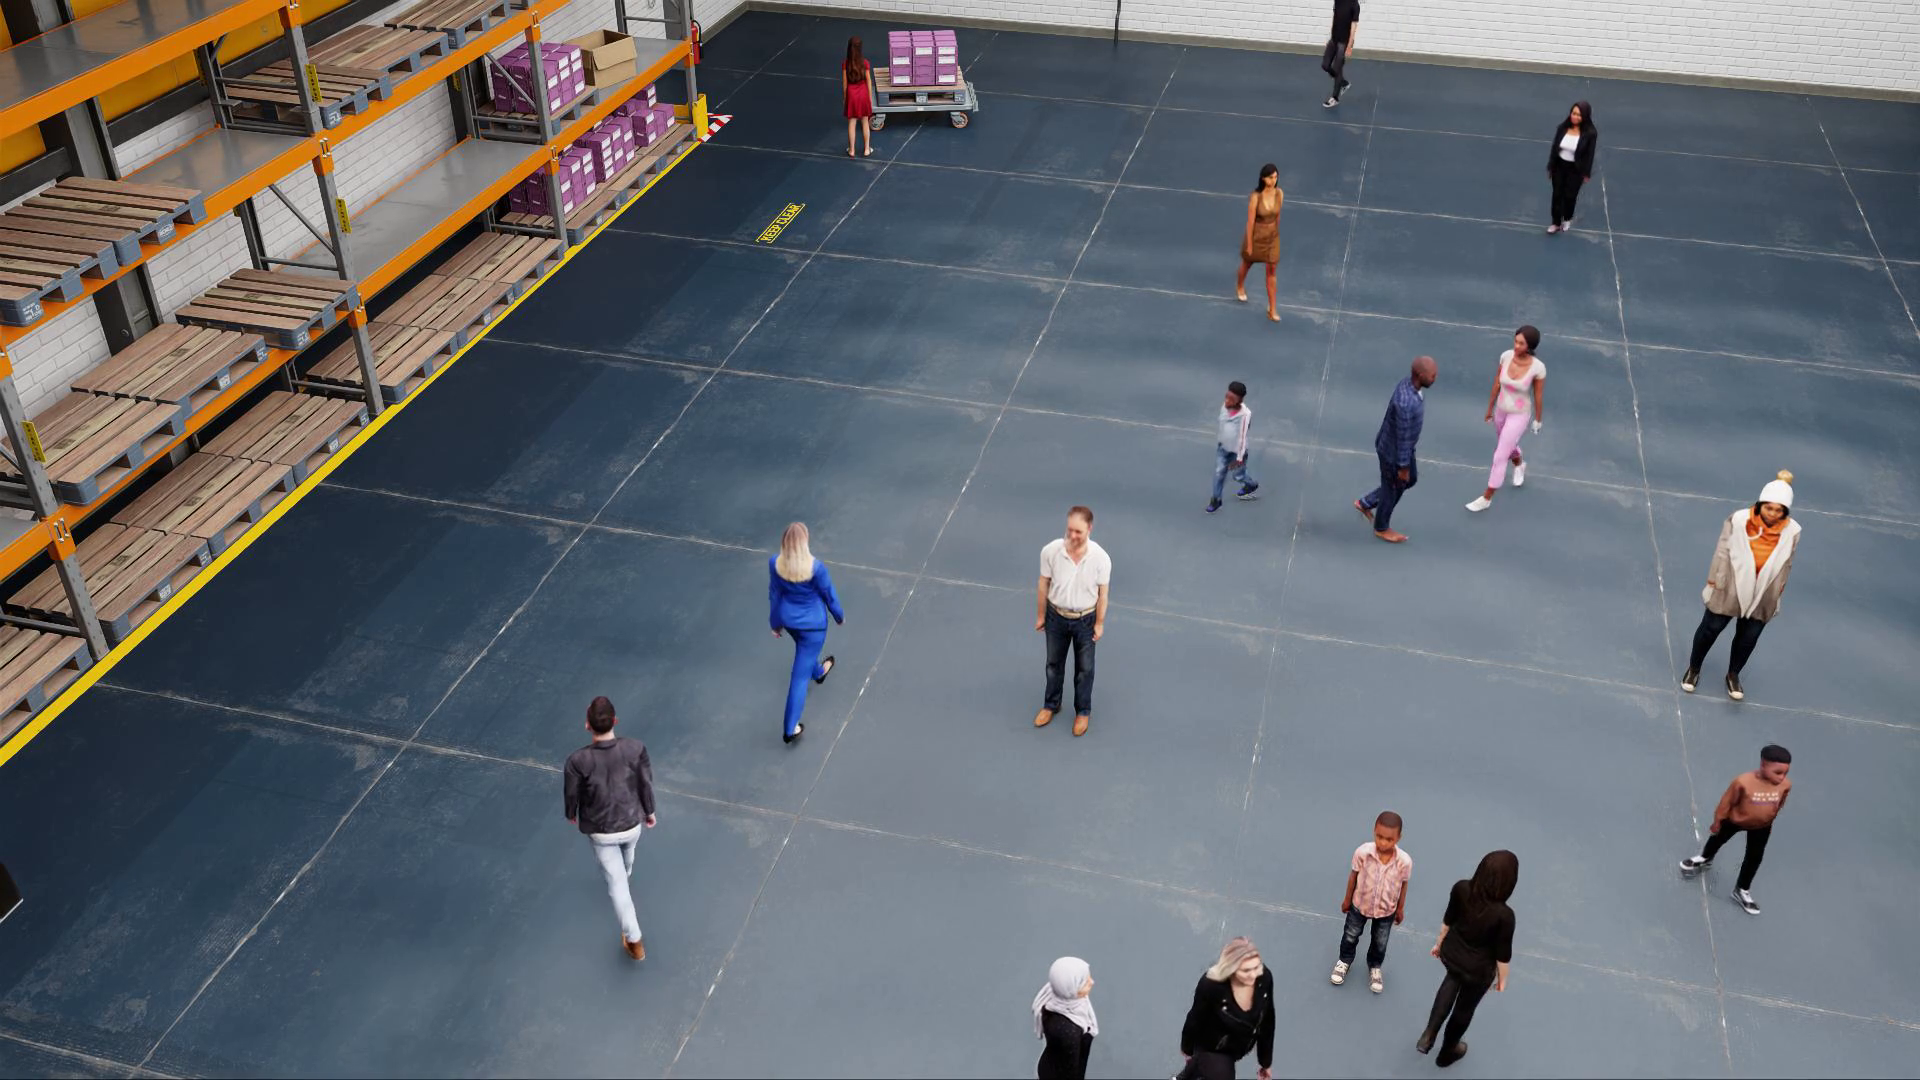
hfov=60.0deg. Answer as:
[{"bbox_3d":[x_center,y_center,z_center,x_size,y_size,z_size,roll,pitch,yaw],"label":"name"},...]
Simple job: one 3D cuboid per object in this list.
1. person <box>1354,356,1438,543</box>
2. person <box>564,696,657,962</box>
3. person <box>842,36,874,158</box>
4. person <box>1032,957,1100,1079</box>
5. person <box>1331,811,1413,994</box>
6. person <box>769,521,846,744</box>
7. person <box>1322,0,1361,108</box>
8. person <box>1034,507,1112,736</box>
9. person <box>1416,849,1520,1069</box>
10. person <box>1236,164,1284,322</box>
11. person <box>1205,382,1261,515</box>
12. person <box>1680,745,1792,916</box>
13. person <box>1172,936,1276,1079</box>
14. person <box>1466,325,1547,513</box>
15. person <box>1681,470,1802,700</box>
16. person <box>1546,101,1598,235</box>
[{"bbox_3d":[3.565,-0.772,13.834,0.829,1.792,0.732,11,35,16],"label":"person"},{"bbox_3d":[-2.060,1.771,10.002,1.125,1.798,1.218,-15,37,-22],"label":"person"},{"bbox_3d":[-1.332,-5.749,21.536,0.620,1.554,0.681,-2,34,-2],"label":"person"},{"bbox_3d":[0.518,2.777,8.507,0.736,1.778,0.595,-4,34,-6],"label":"person"},{"bbox_3d":[2.474,2.136,9.898,0.508,1.307,0.460,9,35,13],"label":"person"},{"bbox_3d":[-1.148,0.683,11.774,0.770,1.649,1.220,14,36,20],"label":"person"},{"bbox_3d":[5.369,-6.951,23.106,0.908,1.818,0.847,-17,37,-23],"label":"person"},{"bbox_3d":[0.806,0.536,11.808,0.673,1.857,0.587,11,35,16],"label":"person"},{"bbox_3d":[2.778,2.379,9.243,0.782,1.626,0.731,-26,41,-33],"label":"person"},{"bbox_3d":[3.141,-3.178,17.596,0.988,1.635,1.150,-11,35,-17],"label":"person"},{"bbox_3d":[2.409,-0.828,14.419,0.875,1.238,0.738,-22,40,-30],"label":"person"},{"bbox_3d":[4.969,1.746,10.551,0.608,1.232,0.707,8,34,12],"label":"person"},{"bbox_3d":[1.362,2.640,8.850,1.073,1.627,1.211,-13,36,-18],"label":"person"},{"bbox_3d":[4.828,-1.086,14.383,1.039,1.707,1.196,29,43,36],"label":"person"},{"bbox_3d":[5.727,0.315,12.105,0.682,1.895,0.633,9,35,13],"label":"person"},{"bbox_3d":[7.126,-4.344,19.378,0.754,1.604,0.765,21,39,28],"label":"person"}]
